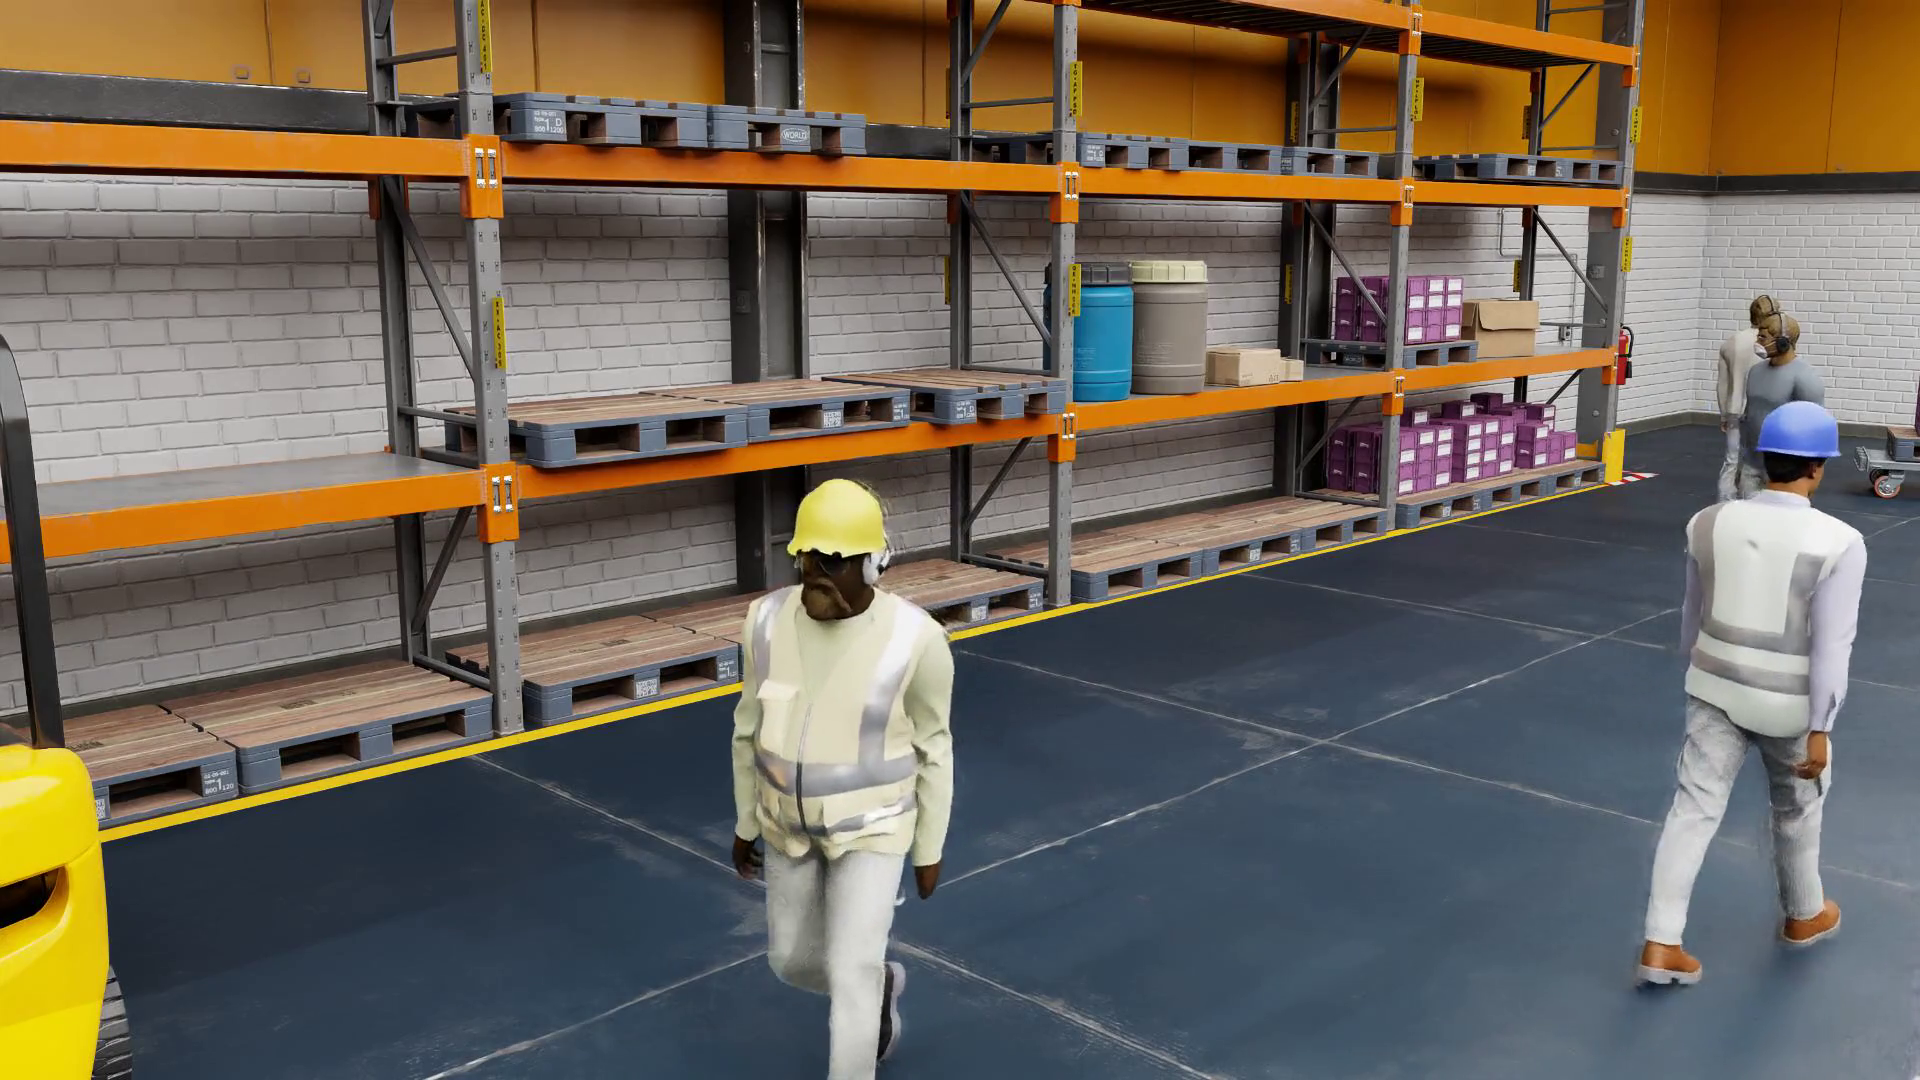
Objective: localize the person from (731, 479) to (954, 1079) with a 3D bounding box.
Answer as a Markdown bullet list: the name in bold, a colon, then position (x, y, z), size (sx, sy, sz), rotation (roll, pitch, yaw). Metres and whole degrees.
- **person**: position (-0.291, 0.716, 4.370), size (0.598, 1.810, 0.678), rotation (5, 11, 23)

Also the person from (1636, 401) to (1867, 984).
- **person**: position (2.575, 0.495, 5.391), size (1.044, 1.888, 0.621), rotation (-8, 13, -37)

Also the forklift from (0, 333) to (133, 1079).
- **forklift**: position (-3.289, 0.485, 4.582), size (1.214, 2.155, 2.313), rotation (-10, 14, -44)

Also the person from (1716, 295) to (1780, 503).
- **person**: position (6.268, -0.961, 13.161), size (0.375, 1.939, 0.628), rotation (-5, 11, -25)

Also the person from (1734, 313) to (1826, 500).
- **person**: position (5.010, -0.425, 10.251), size (0.379, 1.937, 0.629), rotation (-2, 11, -9)
